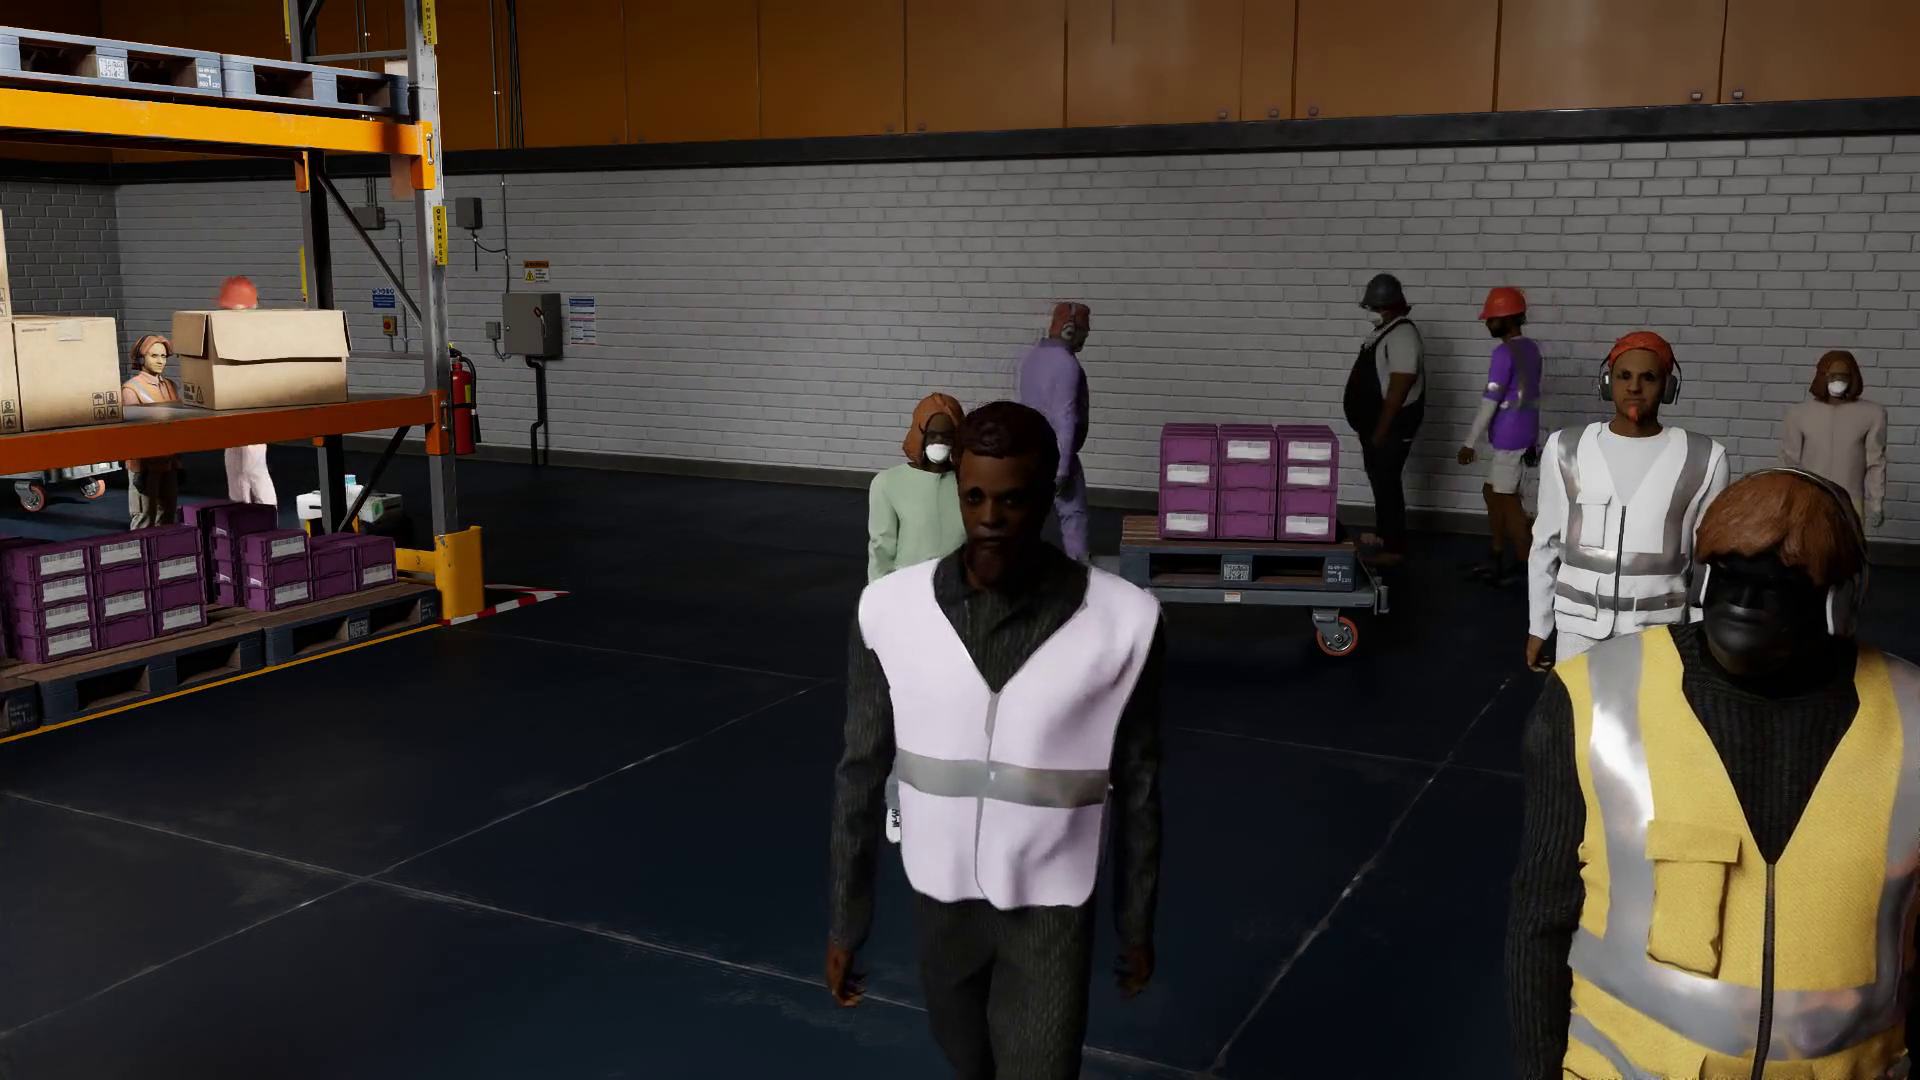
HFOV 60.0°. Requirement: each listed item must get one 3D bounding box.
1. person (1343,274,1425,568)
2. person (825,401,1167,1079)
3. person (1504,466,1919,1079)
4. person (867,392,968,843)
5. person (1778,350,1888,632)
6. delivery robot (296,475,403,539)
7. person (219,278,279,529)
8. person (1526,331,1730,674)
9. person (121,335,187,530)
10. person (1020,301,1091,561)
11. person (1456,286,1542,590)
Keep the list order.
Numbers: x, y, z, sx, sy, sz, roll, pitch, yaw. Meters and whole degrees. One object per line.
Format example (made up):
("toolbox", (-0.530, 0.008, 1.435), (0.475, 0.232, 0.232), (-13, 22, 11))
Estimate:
("person", (2.906, -0.869, 11.504), (0.534, 2.000, 0.873), (0, 10, 0))
("person", (0.076, 0.659, 3.157), (0.606, 1.873, 0.994), (2, 10, 11))
("person", (1.103, 0.806, 2.395), (0.624, 1.841, 0.430), (3, 10, 15))
("person", (-0.091, 0.277, 6.046), (0.498, 1.633, 0.278), (-3, 10, -19))
("person", (4.597, -0.194, 8.795), (0.530, 1.620, 0.353), (5, 11, 25))
("delivery robot", (-4.316, -0.218, 11.762), (0.707, 0.478, 0.477), (3, 10, 16))
("person", (-5.234, -0.929, 12.149), (0.814, 1.949, 0.378), (9, 14, 44))
("person", (2.088, 0.286, 5.276), (0.573, 1.885, 0.356), (5, 11, 26))
("person", (-4.879, -0.423, 10.095), (0.315, 1.636, 0.515), (1, 10, 4))
("person", (0.510, -0.490, 9.904), (0.969, 1.850, 0.663), (-5, 11, -25))
("person", (3.408, -0.636, 10.519), (0.618, 1.912, 0.555), (6, 12, 33))
